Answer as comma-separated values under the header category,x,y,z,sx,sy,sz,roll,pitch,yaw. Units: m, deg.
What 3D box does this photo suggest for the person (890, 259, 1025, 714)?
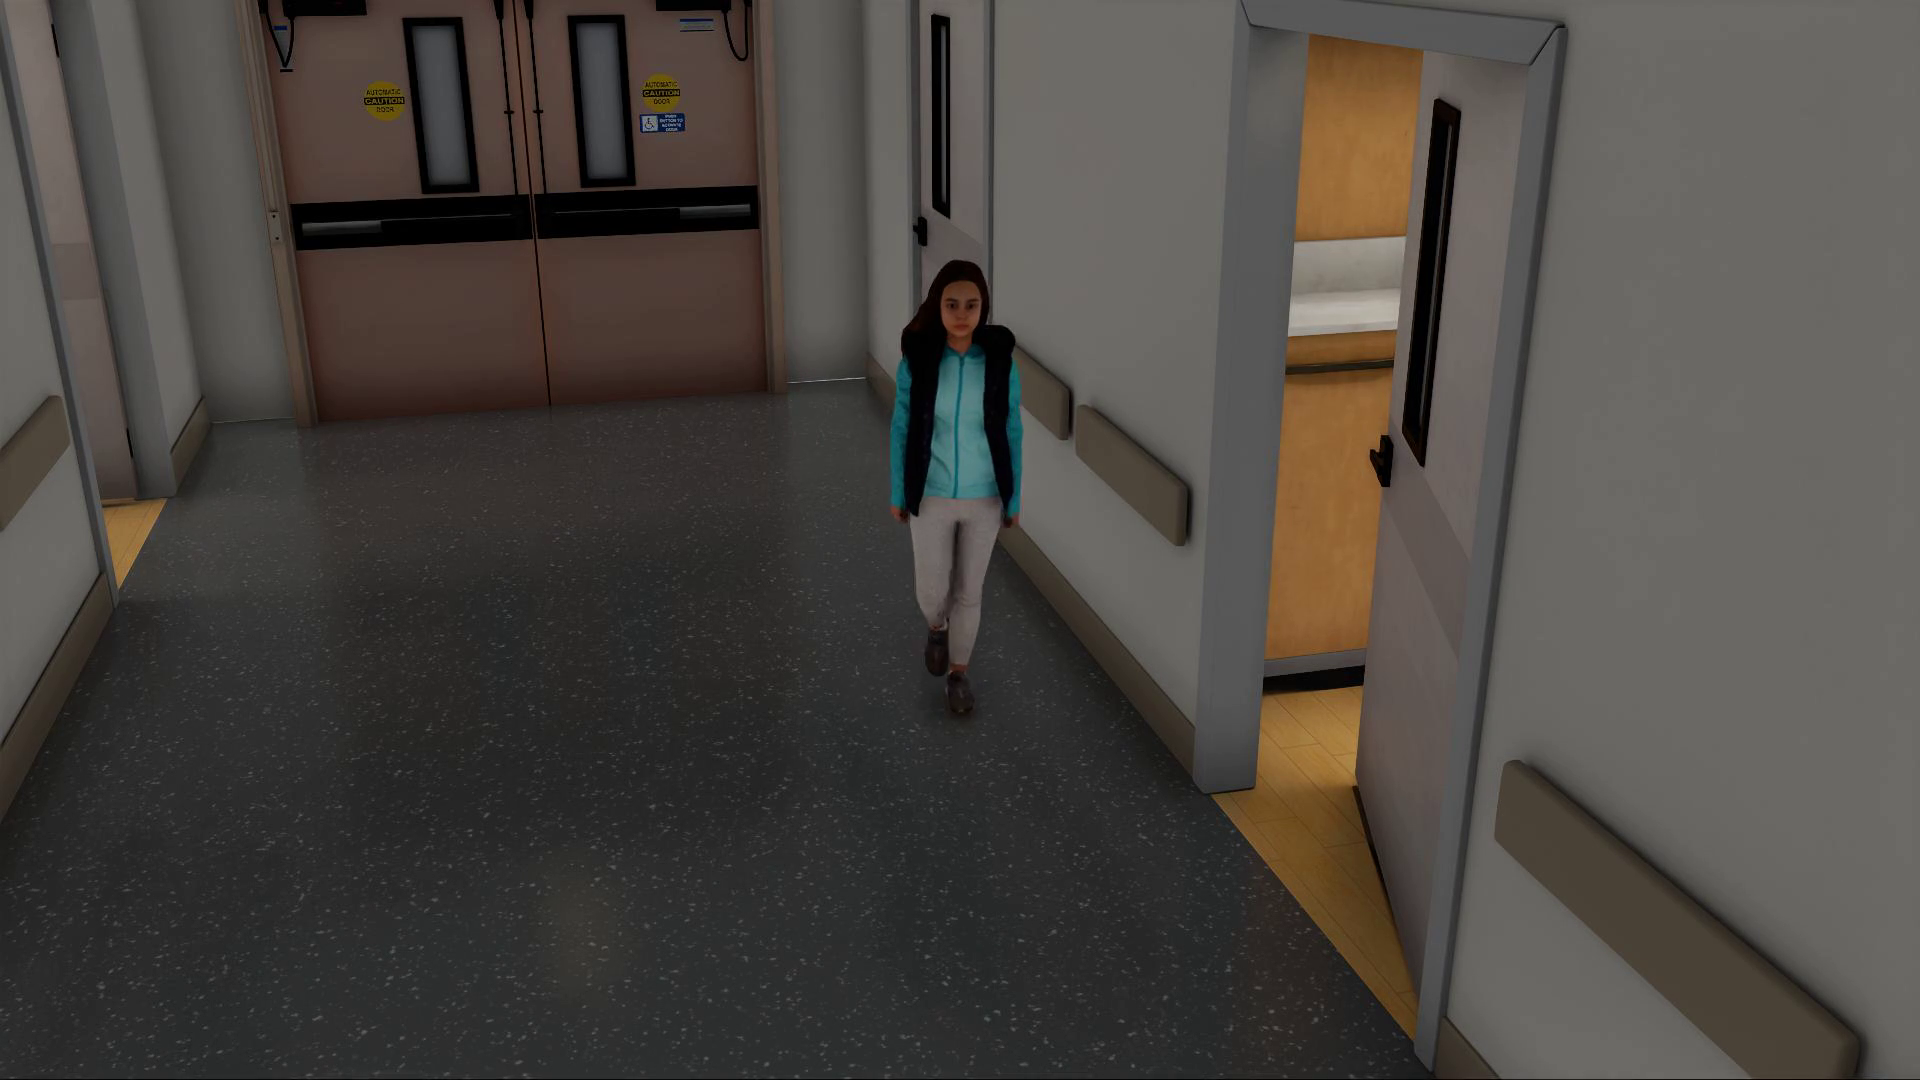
category,x,y,z,sx,sy,sz,roll,pitch,yaw
person,-0.020,-0.186,5.413,0.614,1.497,0.672,-2,21,-6
